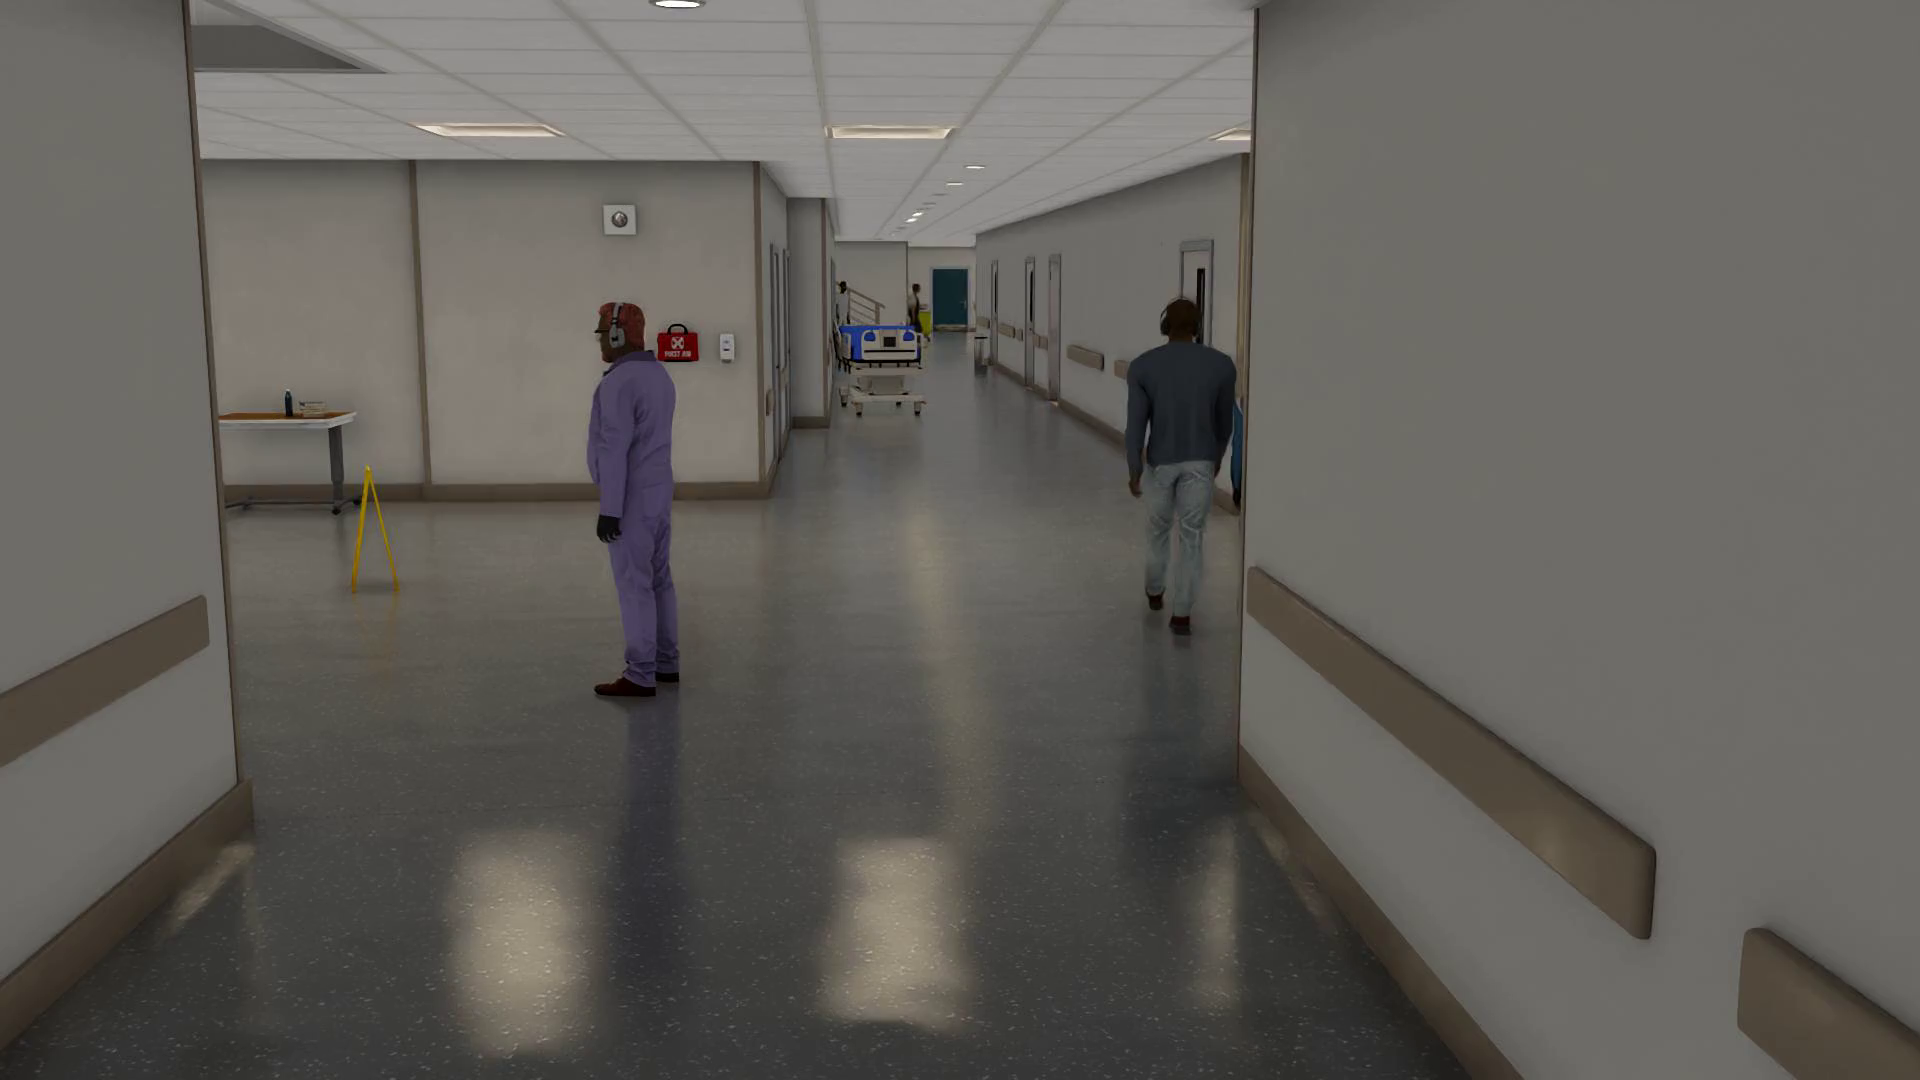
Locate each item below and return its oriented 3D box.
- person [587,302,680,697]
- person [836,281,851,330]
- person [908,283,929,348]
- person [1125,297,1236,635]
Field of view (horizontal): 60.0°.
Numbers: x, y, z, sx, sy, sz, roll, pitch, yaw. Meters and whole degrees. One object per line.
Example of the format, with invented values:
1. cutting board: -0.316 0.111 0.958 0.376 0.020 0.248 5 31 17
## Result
1. person: -1.597 -0.196 8.061 0.398 1.900 0.634 1 9 9
2. person: -3.058 -5.812 43.381 0.334 1.873 0.517 7 12 39
3. person: -1.325 -6.247 46.316 0.854 1.814 0.518 1 9 7
4. person: 1.274 -0.452 9.668 0.621 1.885 0.985 1 9 7
